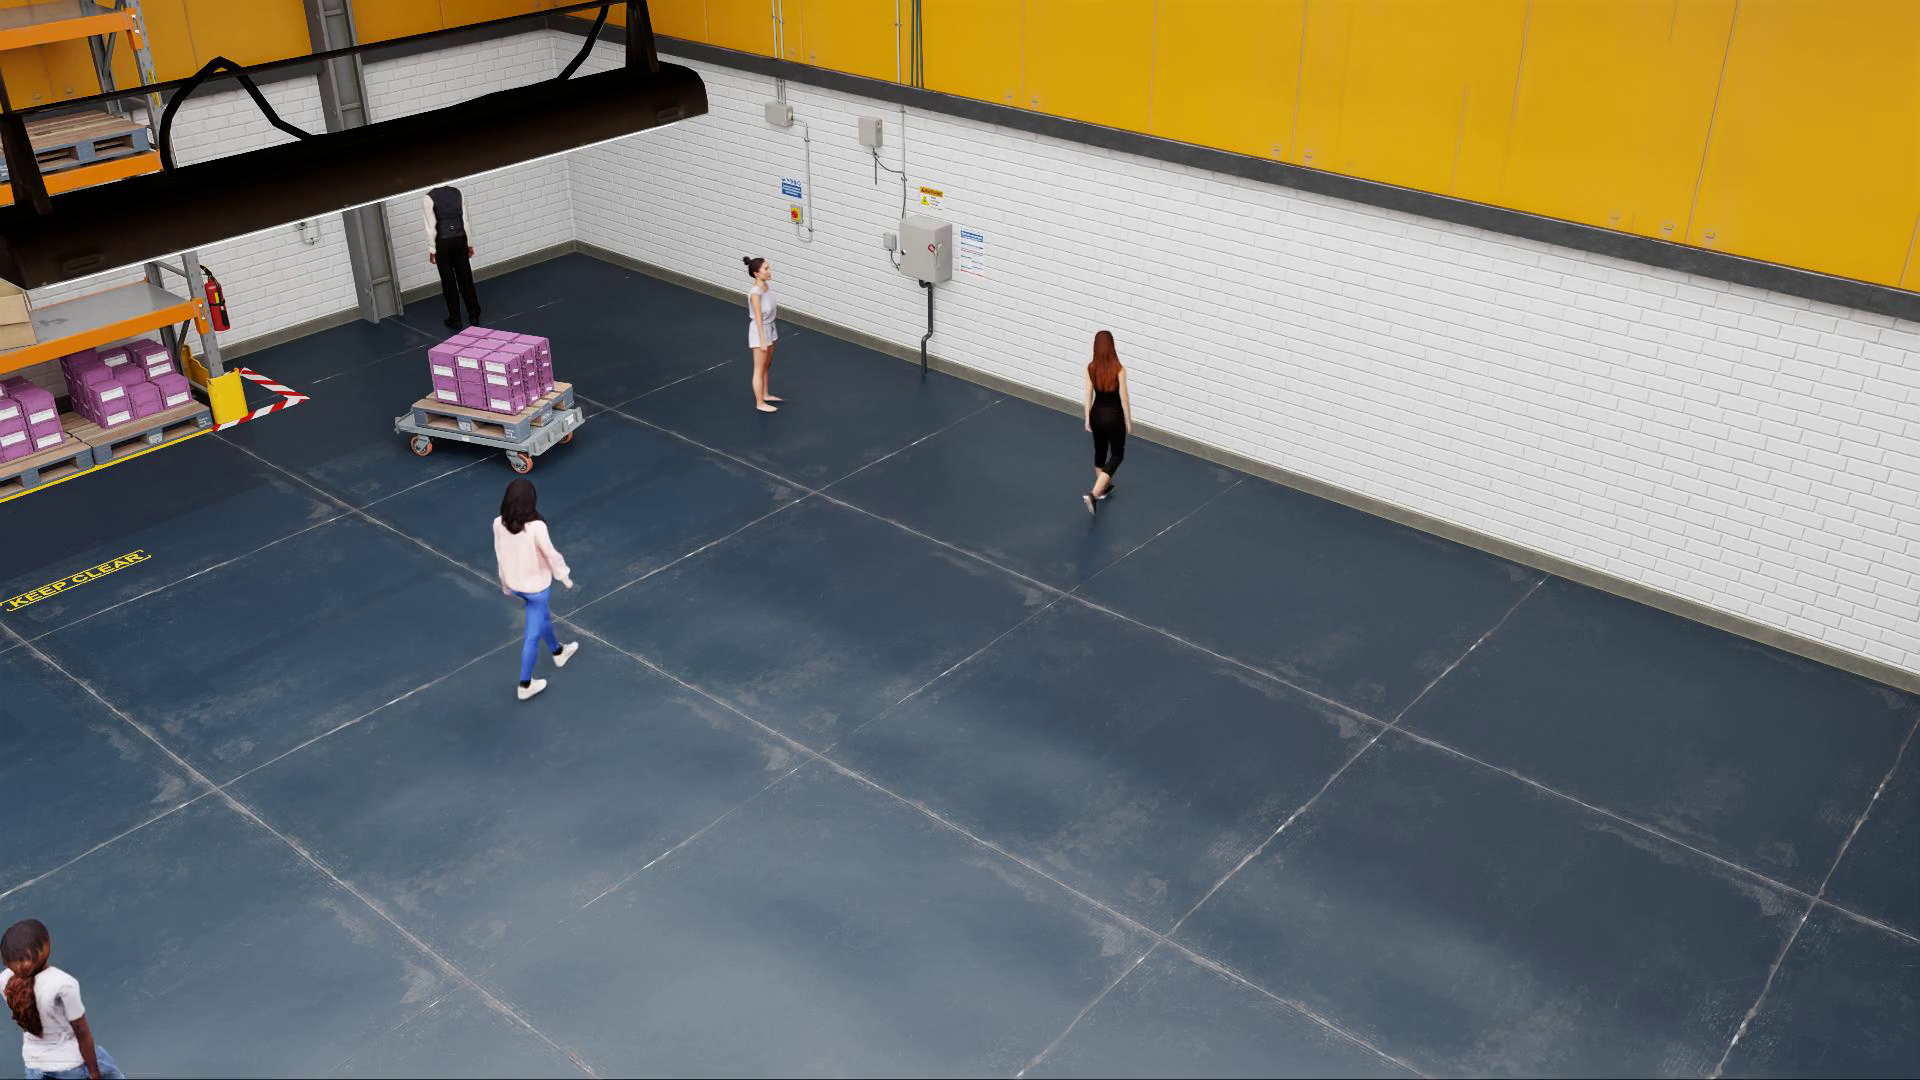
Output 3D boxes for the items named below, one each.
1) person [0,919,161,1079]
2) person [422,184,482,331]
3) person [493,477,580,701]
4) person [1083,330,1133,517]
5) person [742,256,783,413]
[{"bbox_3d":[-4.485,2.662,8.244,1.034,1.681,1.206,2,29,4],"label":"person"},{"bbox_3d":[-5.844,-3.373,19.060,0.591,1.917,0.804,-21,35,-33],"label":"person"},{"bbox_3d":[-3.242,0.404,12.324,0.729,1.737,0.993,17,33,28],"label":"person"},{"bbox_3d":[1.298,-1.045,15.011,0.613,1.708,1.002,18,34,30],"label":"person"},{"bbox_3d":[-2.035,-2.131,17.114,0.727,1.601,0.640,4,29,7],"label":"person"}]
